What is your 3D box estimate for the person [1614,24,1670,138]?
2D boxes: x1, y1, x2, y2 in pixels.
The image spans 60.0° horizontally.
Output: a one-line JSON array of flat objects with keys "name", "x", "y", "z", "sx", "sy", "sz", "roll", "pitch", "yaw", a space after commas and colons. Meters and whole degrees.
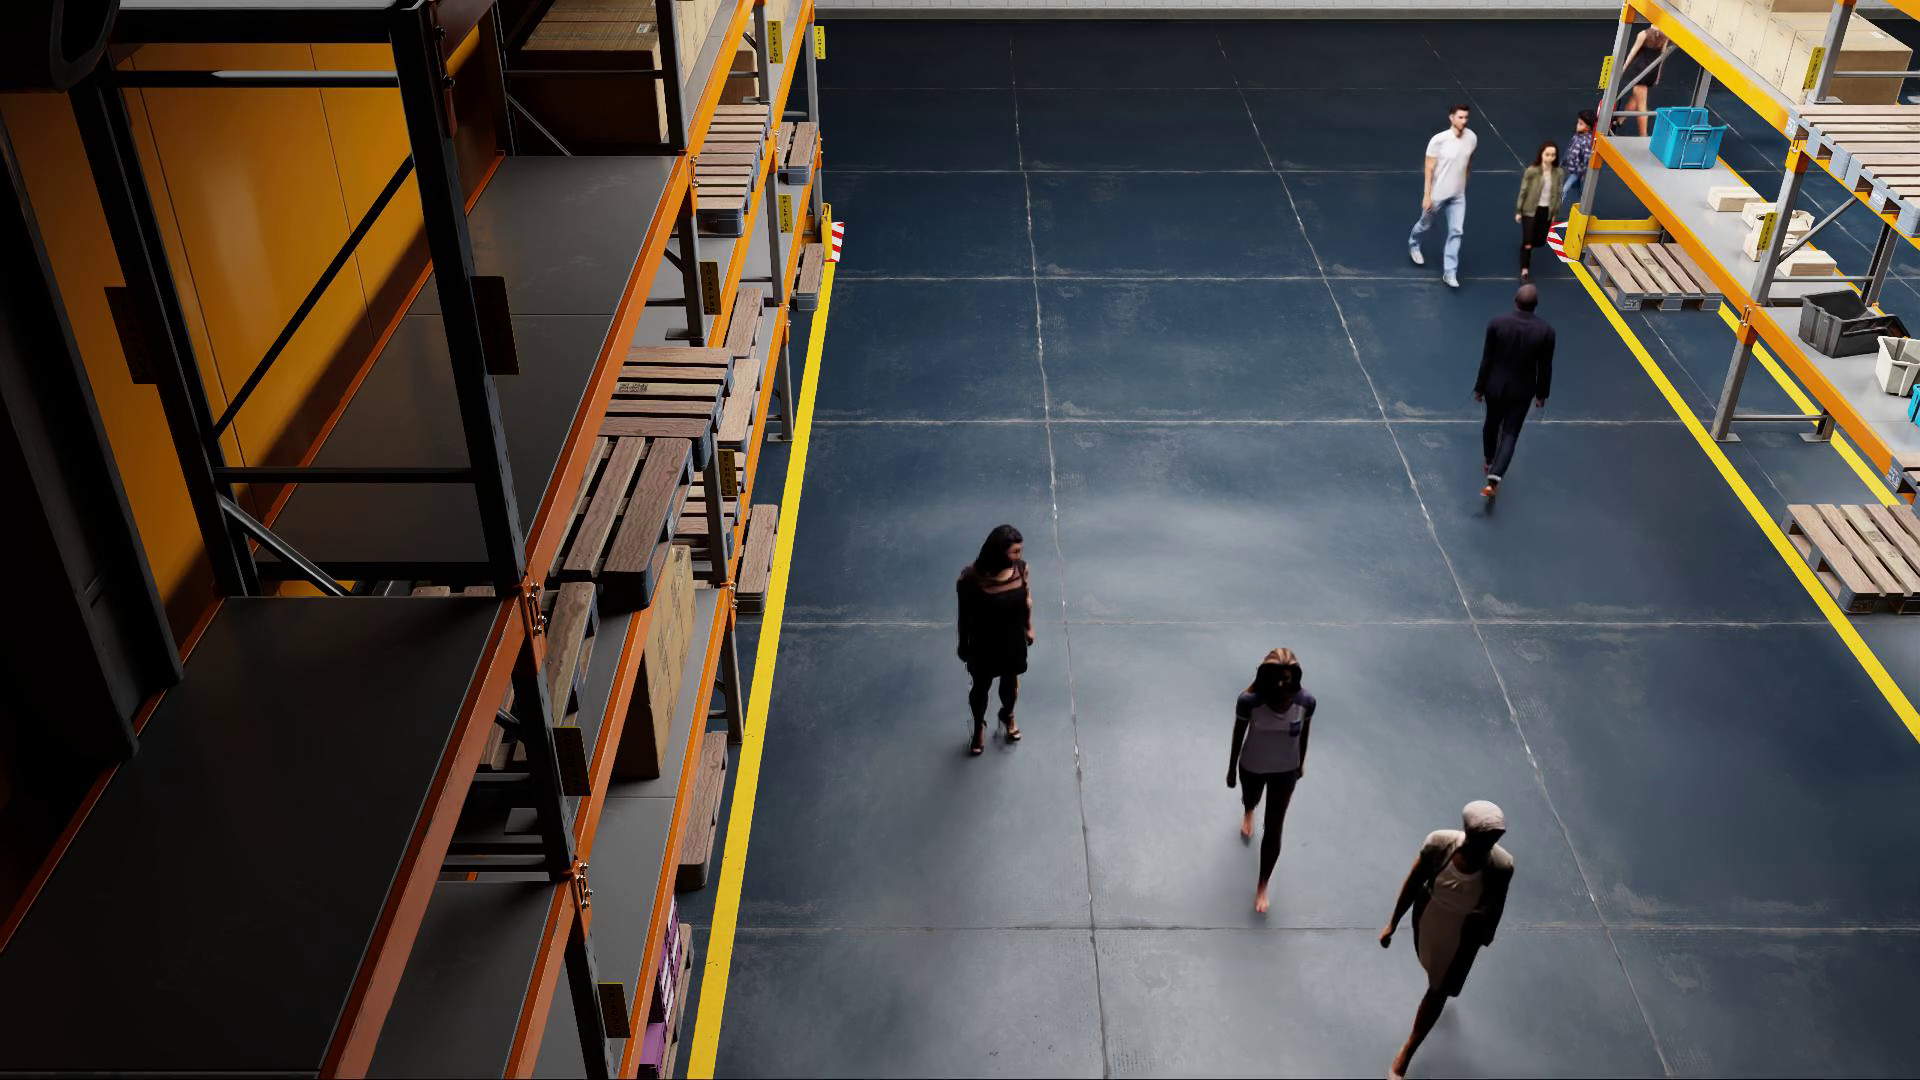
[{"name": "person", "x": 8.293, "y": -5.579, "z": 20.055, "sx": 0.801, "sy": 1.630, "sz": 1.150, "roll": -10, "pitch": 35, "yaw": -14}]

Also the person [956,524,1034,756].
[{"name": "person", "x": 0.204, "y": 0.647, "z": 10.620, "sx": 0.756, "sy": 1.707, "sz": 0.719, "roll": -6, "pitch": 34, "yaw": -9}]

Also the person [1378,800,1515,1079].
[{"name": "person", "x": 2.566, "y": 1.958, "z": 8.657, "sx": 1.079, "sy": 1.696, "sz": 1.222, "roll": 23, "pitch": 40, "yaw": 30}]

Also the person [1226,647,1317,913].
[{"name": "person", "x": 1.795, "y": 1.261, "z": 9.710, "sx": 0.713, "sy": 1.691, "sz": 1.116, "roll": 6, "pitch": 34, "yaw": 9}]

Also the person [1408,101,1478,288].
[{"name": "person", "x": 4.869, "y": -3.545, "z": 16.821, "sx": 0.805, "sy": 1.822, "sz": 1.228, "roll": -5, "pitch": 34, "yaw": -7}]

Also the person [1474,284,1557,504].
[{"name": "person", "x": 4.354, "y": -1.142, "z": 13.240, "sx": 1.068, "sy": 1.785, "sz": 1.296, "roll": 16, "pitch": 37, "yaw": 23}]

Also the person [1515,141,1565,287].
[{"name": "person", "x": 5.822, "y": -3.326, "z": 16.819, "sx": 0.600, "sy": 1.460, "sz": 0.857, "roll": 2, "pitch": 34, "yaw": 2}]
